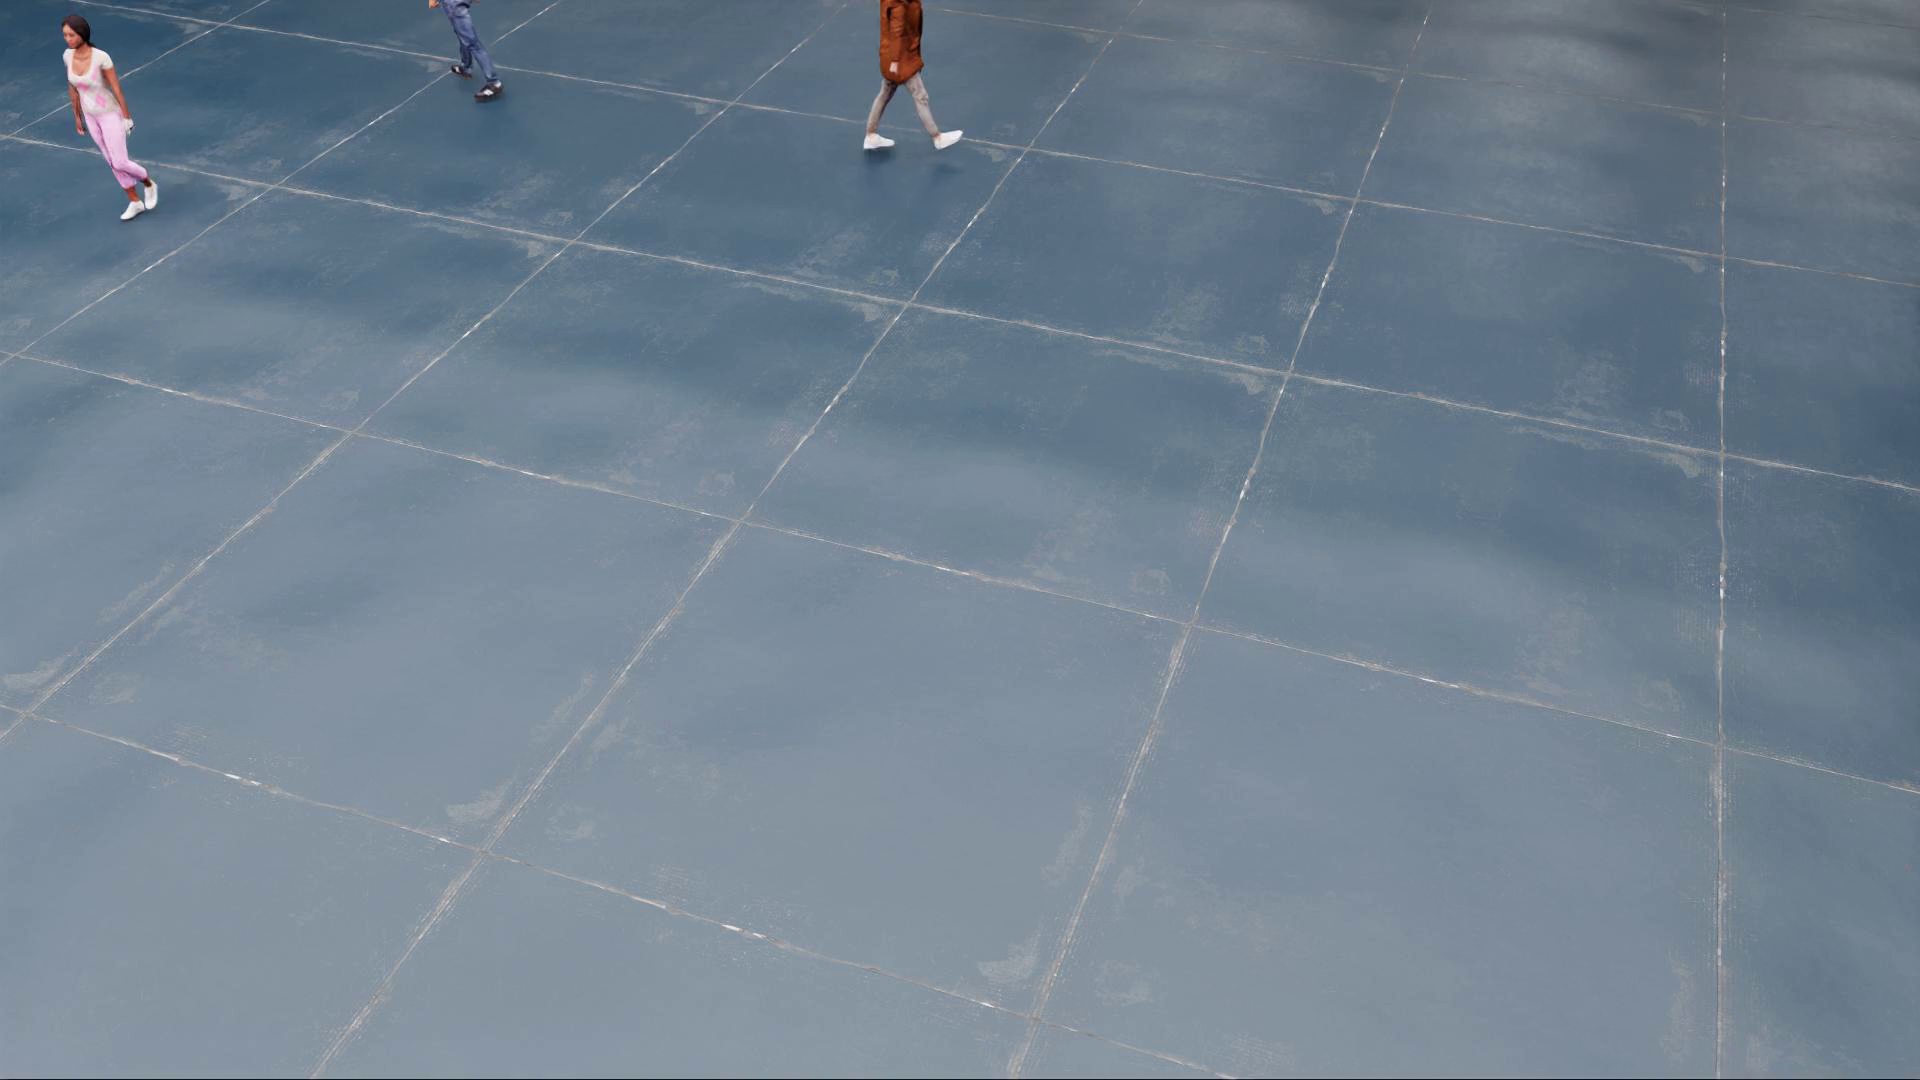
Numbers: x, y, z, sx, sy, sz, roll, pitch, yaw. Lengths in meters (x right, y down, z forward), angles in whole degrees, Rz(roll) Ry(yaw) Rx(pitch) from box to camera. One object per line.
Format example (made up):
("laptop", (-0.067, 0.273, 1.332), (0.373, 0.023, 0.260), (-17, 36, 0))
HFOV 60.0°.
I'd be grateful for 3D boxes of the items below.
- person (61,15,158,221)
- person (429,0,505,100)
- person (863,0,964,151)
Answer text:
("person", (-7.009, -3.509, 13.738), (0.601, 1.733, 0.648), (10, 39, 13))
("person", (-4.704, -5.140, 15.745), (0.784, 1.828, 0.936), (8, 39, 10))
("person", (-0.619, -4.234, 14.622), (1.144, 1.785, 1.185), (-8, 39, -10))
